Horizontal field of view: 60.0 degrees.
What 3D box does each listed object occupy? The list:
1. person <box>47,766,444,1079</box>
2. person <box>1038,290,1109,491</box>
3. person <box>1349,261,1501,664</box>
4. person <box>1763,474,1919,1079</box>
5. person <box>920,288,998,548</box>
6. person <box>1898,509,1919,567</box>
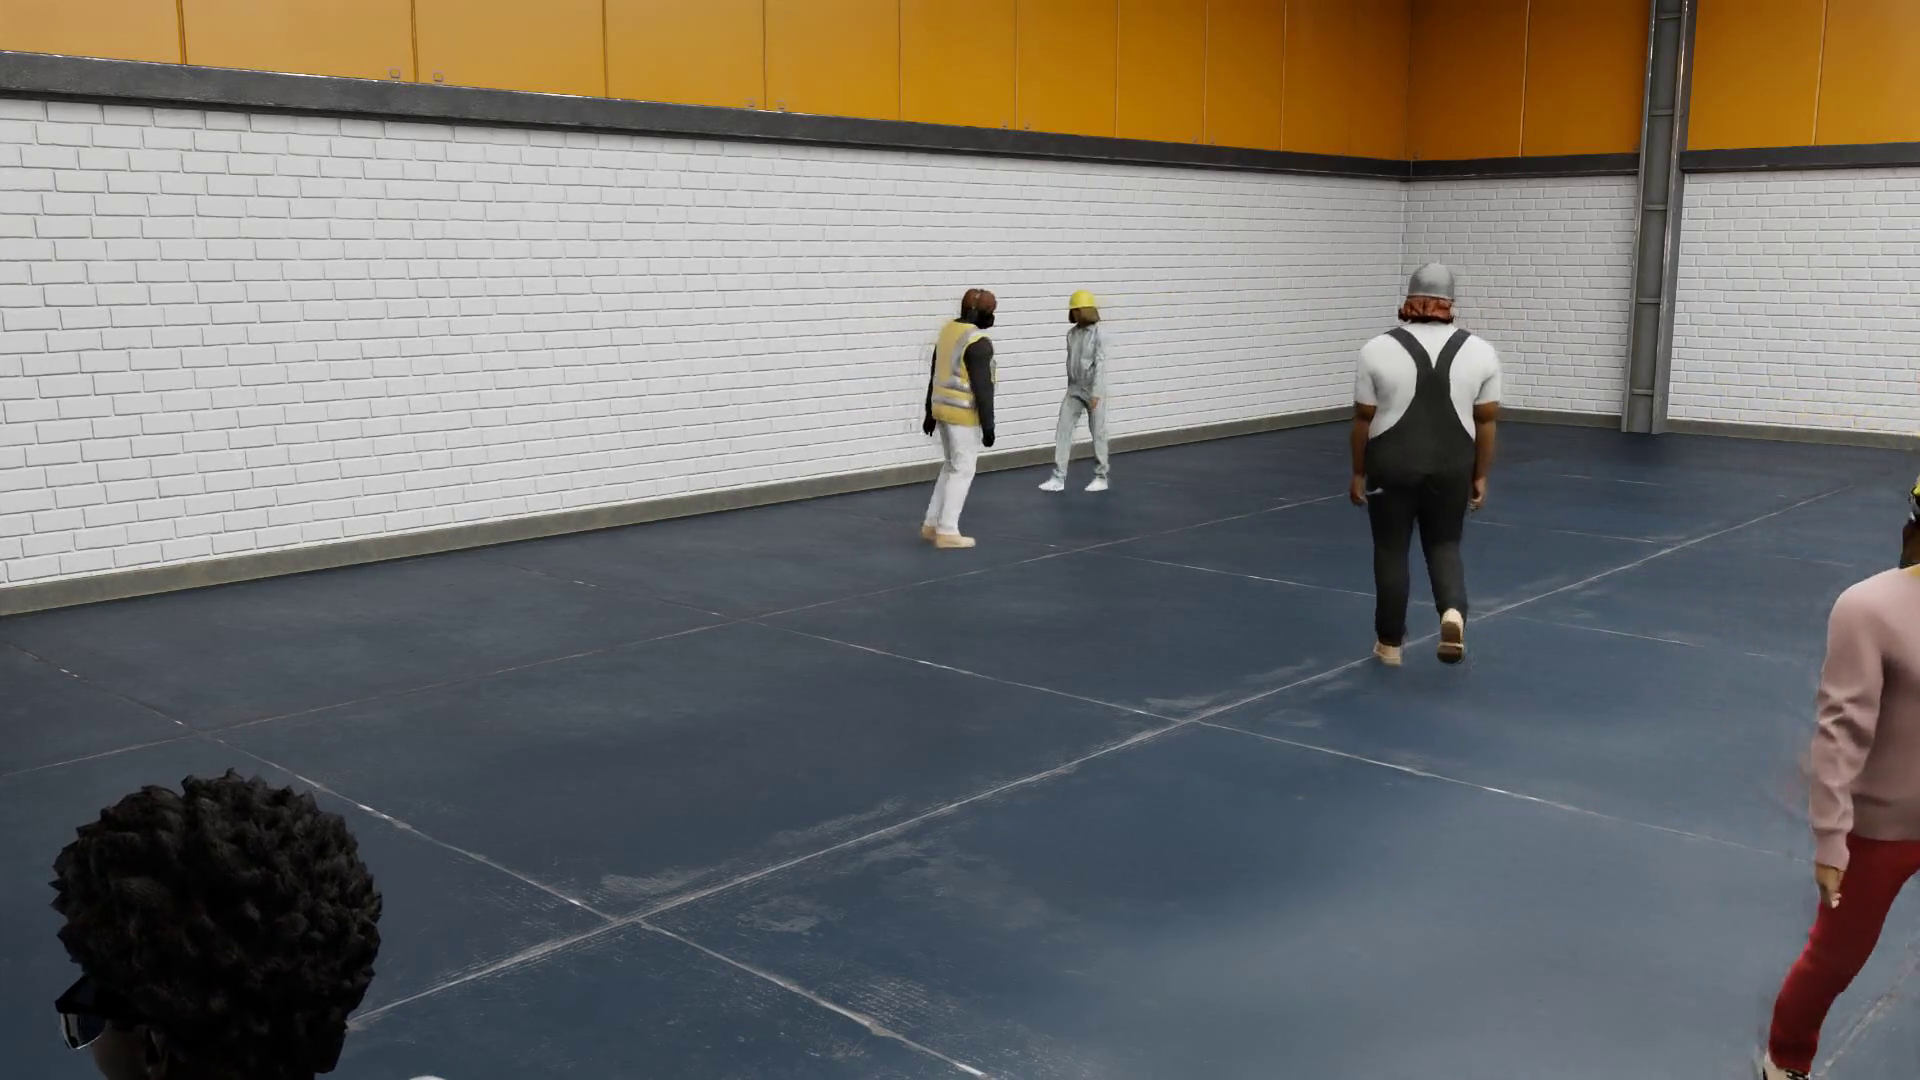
[{"bbox_3d":[-0.518,1.010,1.332,0.321,1.689,0.531,3,10,16],"label":"person"},{"bbox_3d":[0.994,-1.239,14.071,0.491,1.716,0.768,10,14,44],"label":"person"},{"bbox_3d":[2.262,-0.371,8.191,0.687,2.000,0.651,1,10,3],"label":"person"},{"bbox_3d":[2.066,0.602,3.588,0.548,1.719,0.912,0,10,-2],"label":"person"},{"bbox_3d":[0.018,-0.833,11.505,0.470,1.804,0.651,-4,11,-22],"label":"person"},{"bbox_3d":[5.359,-0.394,8.796,1.015,1.888,0.563,5,11,26],"label":"person"}]
